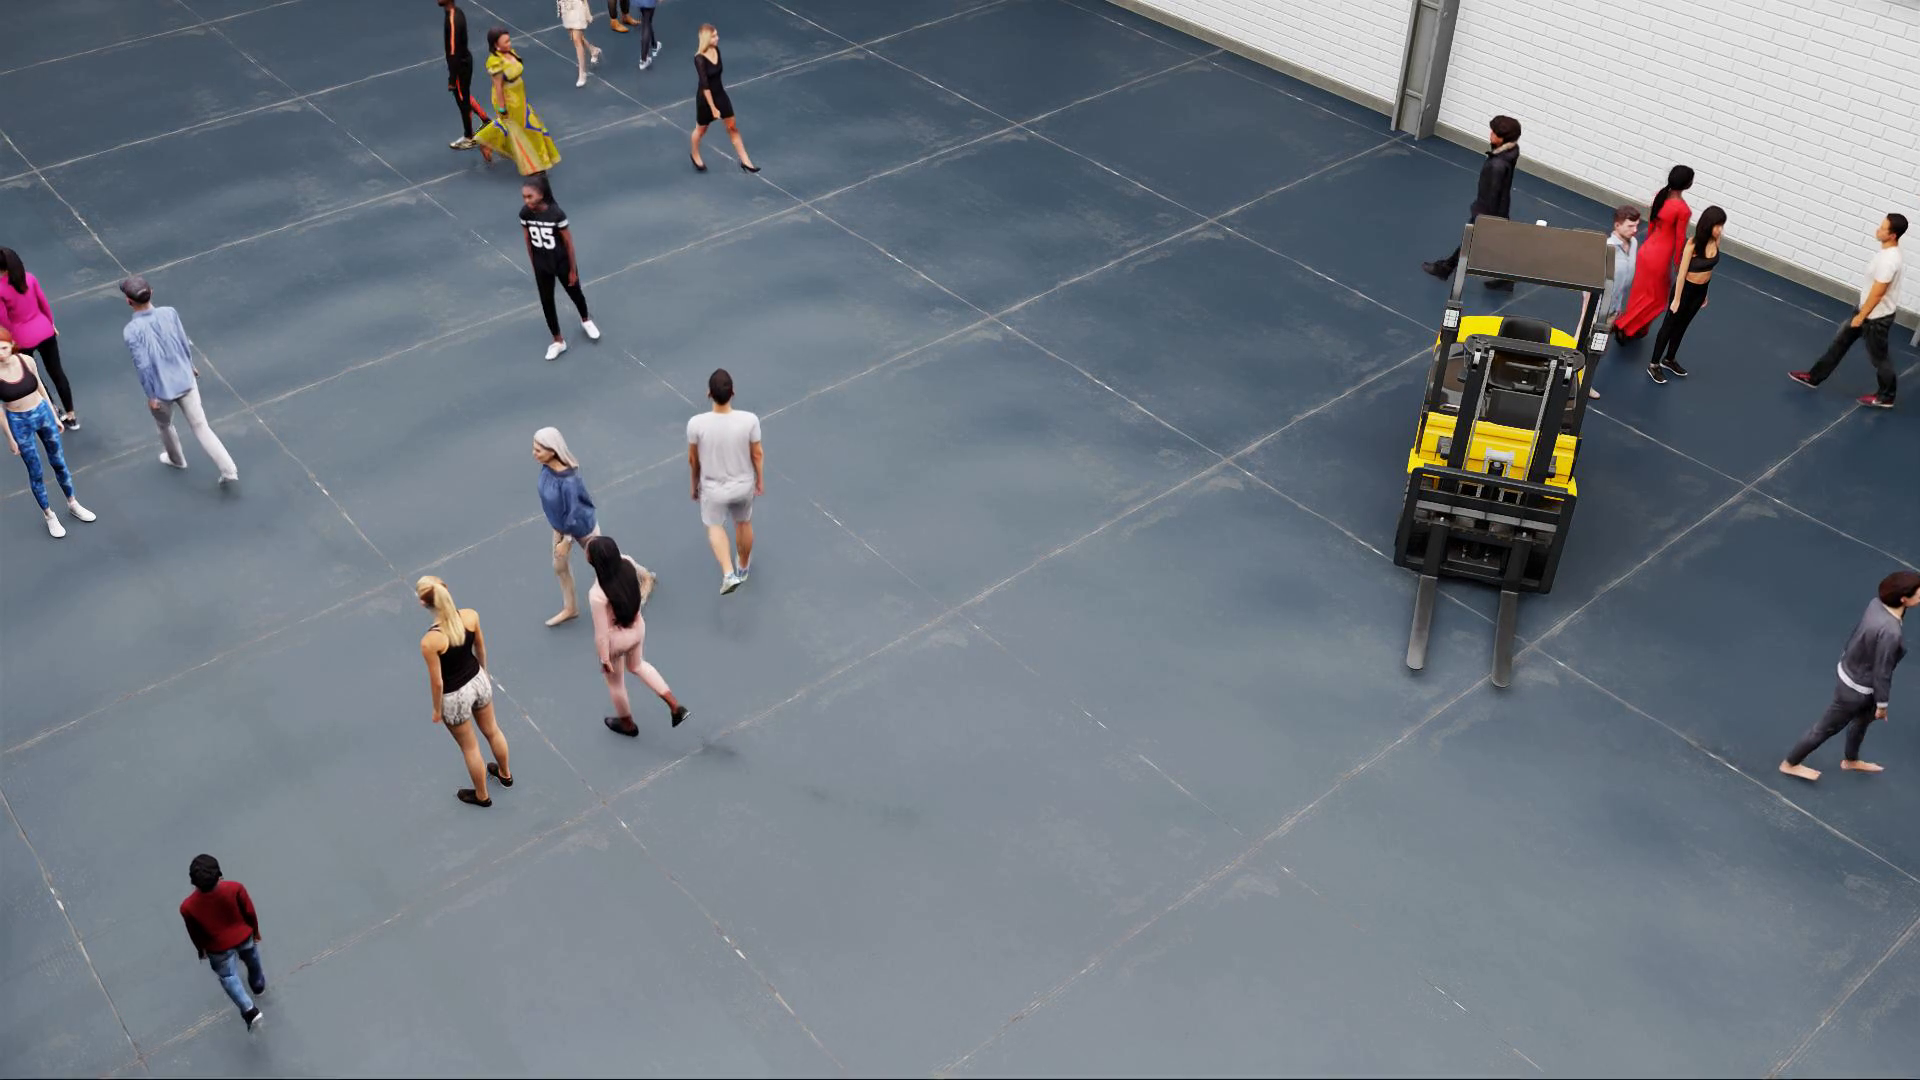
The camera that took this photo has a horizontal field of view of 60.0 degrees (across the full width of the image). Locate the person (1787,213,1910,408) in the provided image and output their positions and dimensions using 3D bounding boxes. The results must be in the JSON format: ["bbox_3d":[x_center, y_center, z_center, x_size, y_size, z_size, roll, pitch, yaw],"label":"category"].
[{"bbox_3d":[7.810,-1.898,14.027,1.202,1.754,0.995,16,41,19],"label":"person"}]

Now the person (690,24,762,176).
[{"bbox_3d":[-2.688,-4.603,17.509,1.137,1.625,0.805,20,43,23],"label":"person"}]

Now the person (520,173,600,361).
[{"bbox_3d":[-3.559,-2.460,14.762,0.936,1.704,0.977,4,39,5],"label":"person"}]

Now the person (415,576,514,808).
[{"bbox_3d":[-3.103,0.933,10.396,0.620,1.851,0.667,23,44,26],"label":"person"}]

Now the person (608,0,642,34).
[{"bbox_3d":[-4.298,-7.219,20.715,0.688,1.712,0.692,15,41,18],"label":"person"}]

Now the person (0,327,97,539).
[{"bbox_3d":[-7.061,-0.843,12.681,0.613,1.784,0.620,25,45,28],"label":"person"}]

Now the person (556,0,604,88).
[{"bbox_3d":[-4.455,-6.187,19.425,0.911,1.708,0.869,20,43,24],"label":"person"}]

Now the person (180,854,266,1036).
[{"bbox_3d":[-4.062,2.237,9.252,0.506,1.241,0.753,-26,45,-28],"label":"person"}]

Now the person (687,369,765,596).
[{"bbox_3d":[-1.677,-0.360,12.025,0.922,1.839,1.045,-7,39,-8],"label":"person"}]

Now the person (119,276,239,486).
[{"bbox_3d":[-6.158,-1.204,13.063,1.231,1.862,0.863,24,45,27],"label":"person"}]

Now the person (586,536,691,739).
[{"bbox_3d":[-2.125,0.669,10.843,0.998,1.705,0.845,16,41,20],"label":"person"}]

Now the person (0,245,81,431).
[{"bbox_3d":[-7.612,-1.635,13.751,0.692,1.687,0.687,24,44,27],"label":"person"}]

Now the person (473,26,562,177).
[{"bbox_3d":[-4.805,-4.606,17.512,1.298,1.635,1.232,4,39,5],"label":"person"}]

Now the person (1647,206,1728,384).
[{"bbox_3d":[6.318,-2.153,14.426,0.591,1.644,0.554,-18,42,-21],"label":"person"}]

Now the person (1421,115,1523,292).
[{"bbox_3d":[5.052,-3.071,15.509,1.196,1.727,0.886,21,43,24],"label":"person"}]

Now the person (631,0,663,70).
[{"bbox_3d":[-3.774,-6.470,19.733,0.984,1.766,1.008,7,39,9],"label":"person"}]

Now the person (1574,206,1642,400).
[{"bbox_3d":[5.423,-1.990,14.060,0.664,1.846,0.547,-24,44,-27],"label":"person"}]

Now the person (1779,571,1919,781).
[{"bbox_3d":[5.606,0.880,10.547,1.010,1.744,0.911,9,40,11],"label":"person"}]

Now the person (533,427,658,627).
[{"bbox_3d":[-2.659,-0.111,11.862,0.699,1.662,1.012,-31,48,-33],"label":"person"}]

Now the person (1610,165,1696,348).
[{"bbox_3d":[6.128,-2.463,14.718,0.859,1.774,0.814,-12,40,-14],"label":"person"}]

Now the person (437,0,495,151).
[{"bbox_3d":[-5.350,-5.127,18.023,0.899,1.802,0.857,-8,39,-9],"label":"person"}]
